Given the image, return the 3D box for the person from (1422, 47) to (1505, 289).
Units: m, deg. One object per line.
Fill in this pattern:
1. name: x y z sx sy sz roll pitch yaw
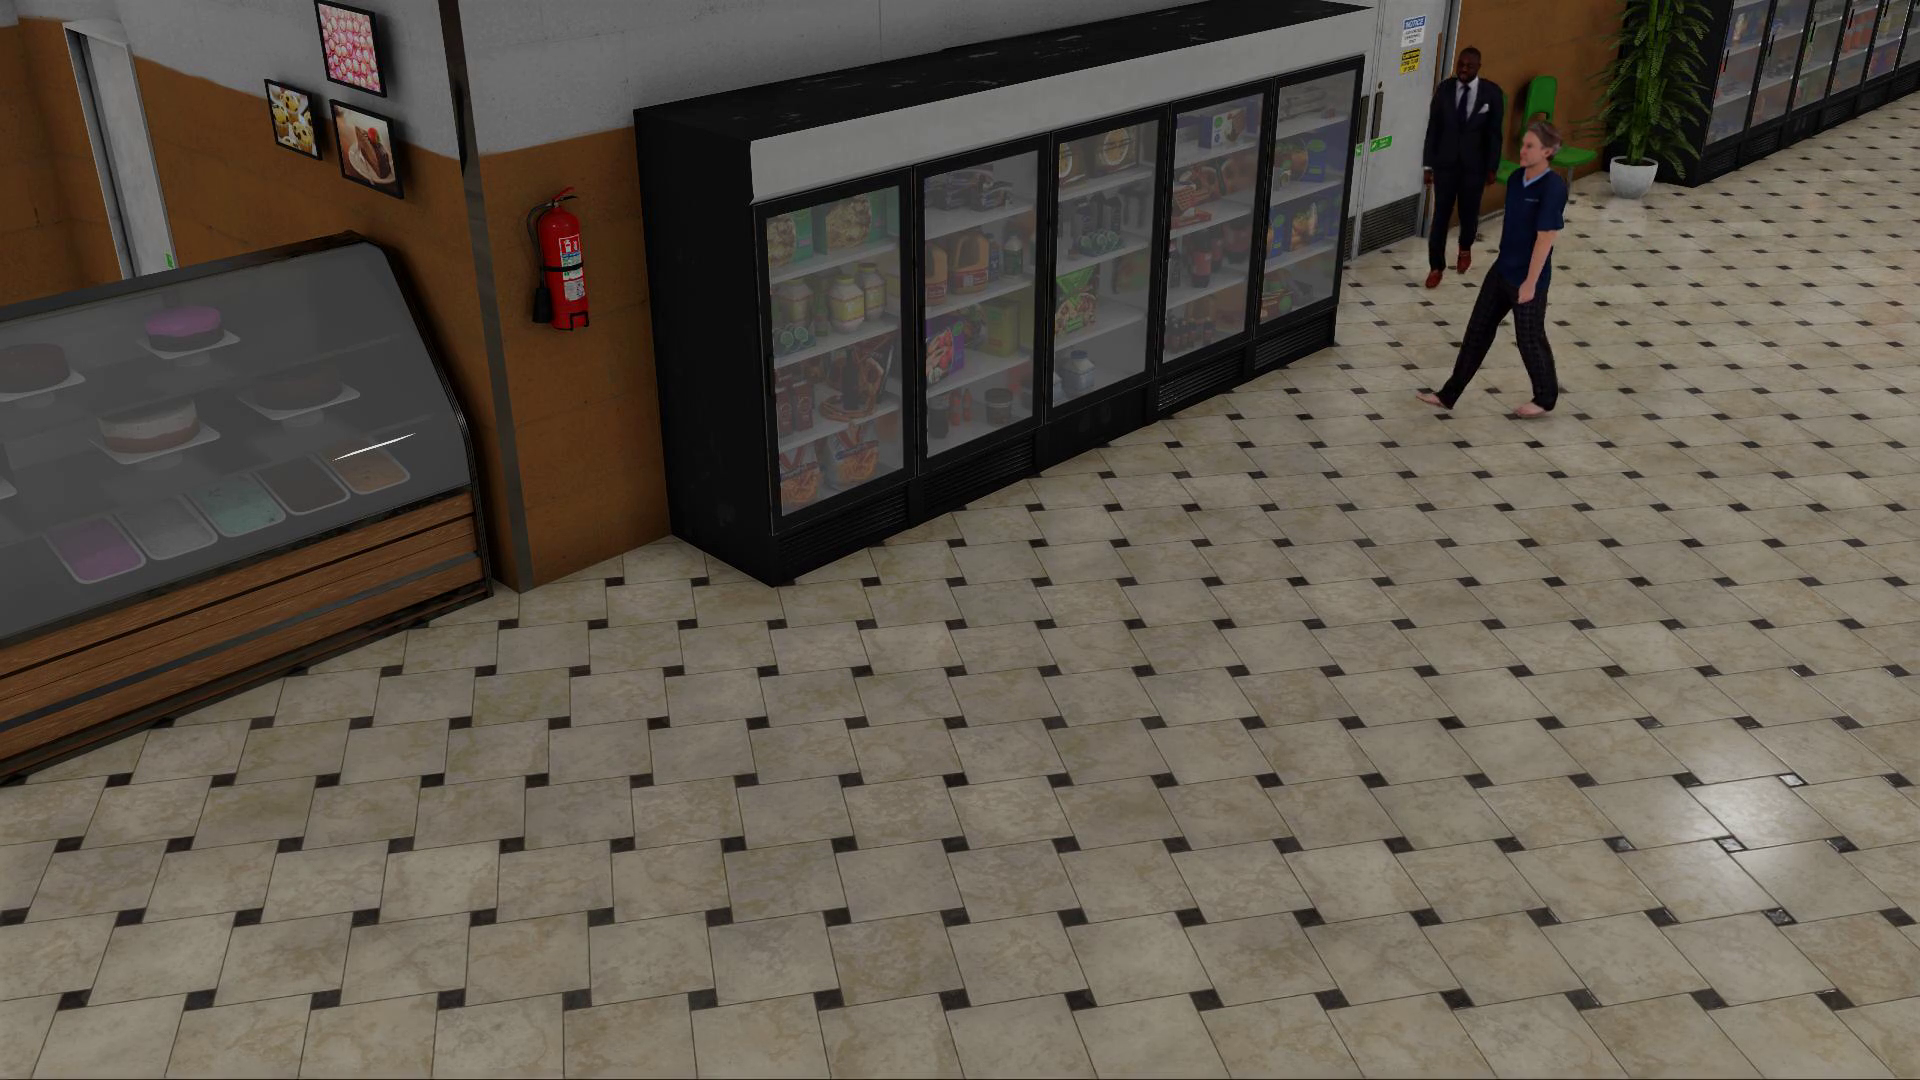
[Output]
1. person: 3.808 -2.836 12.629 0.878 1.802 0.933 14 30 25

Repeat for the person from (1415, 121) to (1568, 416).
1. person: 3.501 -1.600 10.168 1.066 1.823 1.157 -8 28 -15
